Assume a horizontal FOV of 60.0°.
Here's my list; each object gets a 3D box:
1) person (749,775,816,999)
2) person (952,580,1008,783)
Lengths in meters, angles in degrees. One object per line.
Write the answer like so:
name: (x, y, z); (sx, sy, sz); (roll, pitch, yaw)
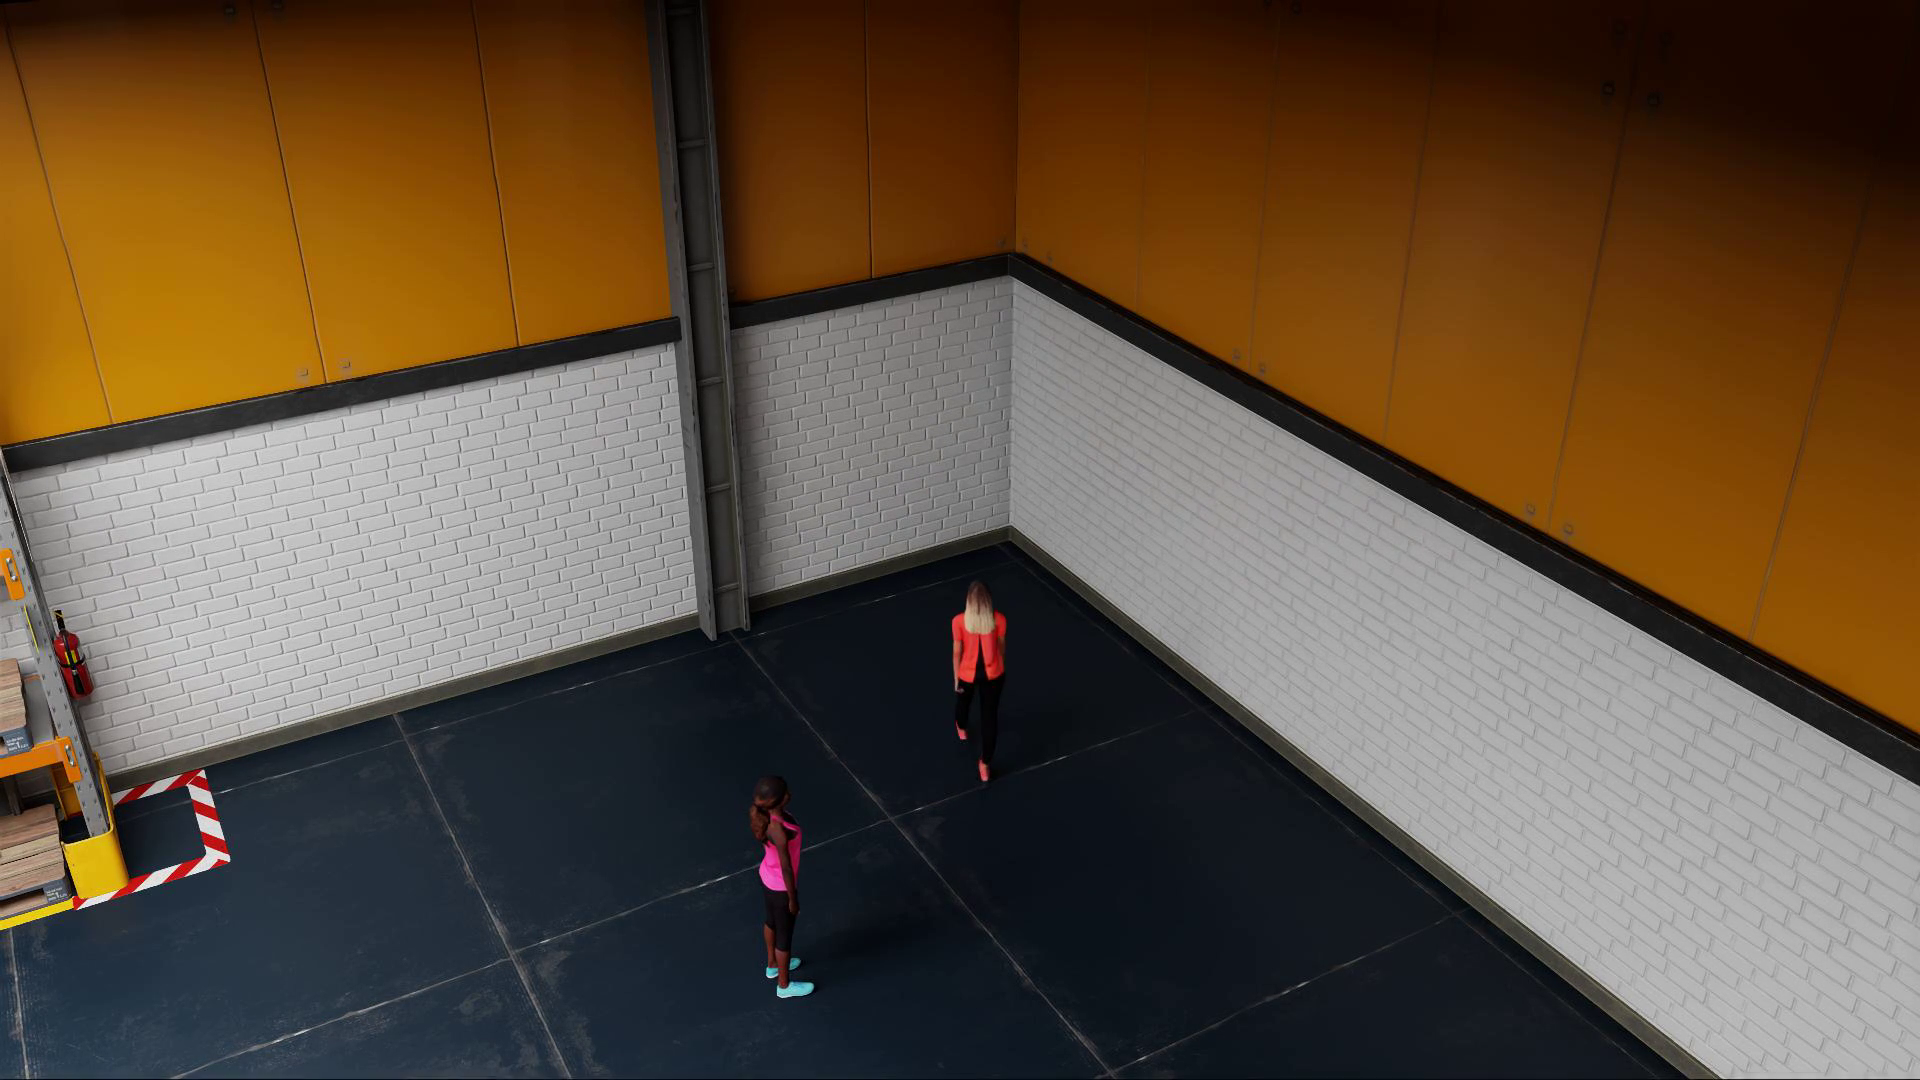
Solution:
person: (-1.198, 2.258, 10.938); (0.576, 1.720, 0.575); (-11, 31, -20)
person: (0.166, 1.130, 13.075); (1.069, 1.654, 0.971); (-1, 29, -1)
